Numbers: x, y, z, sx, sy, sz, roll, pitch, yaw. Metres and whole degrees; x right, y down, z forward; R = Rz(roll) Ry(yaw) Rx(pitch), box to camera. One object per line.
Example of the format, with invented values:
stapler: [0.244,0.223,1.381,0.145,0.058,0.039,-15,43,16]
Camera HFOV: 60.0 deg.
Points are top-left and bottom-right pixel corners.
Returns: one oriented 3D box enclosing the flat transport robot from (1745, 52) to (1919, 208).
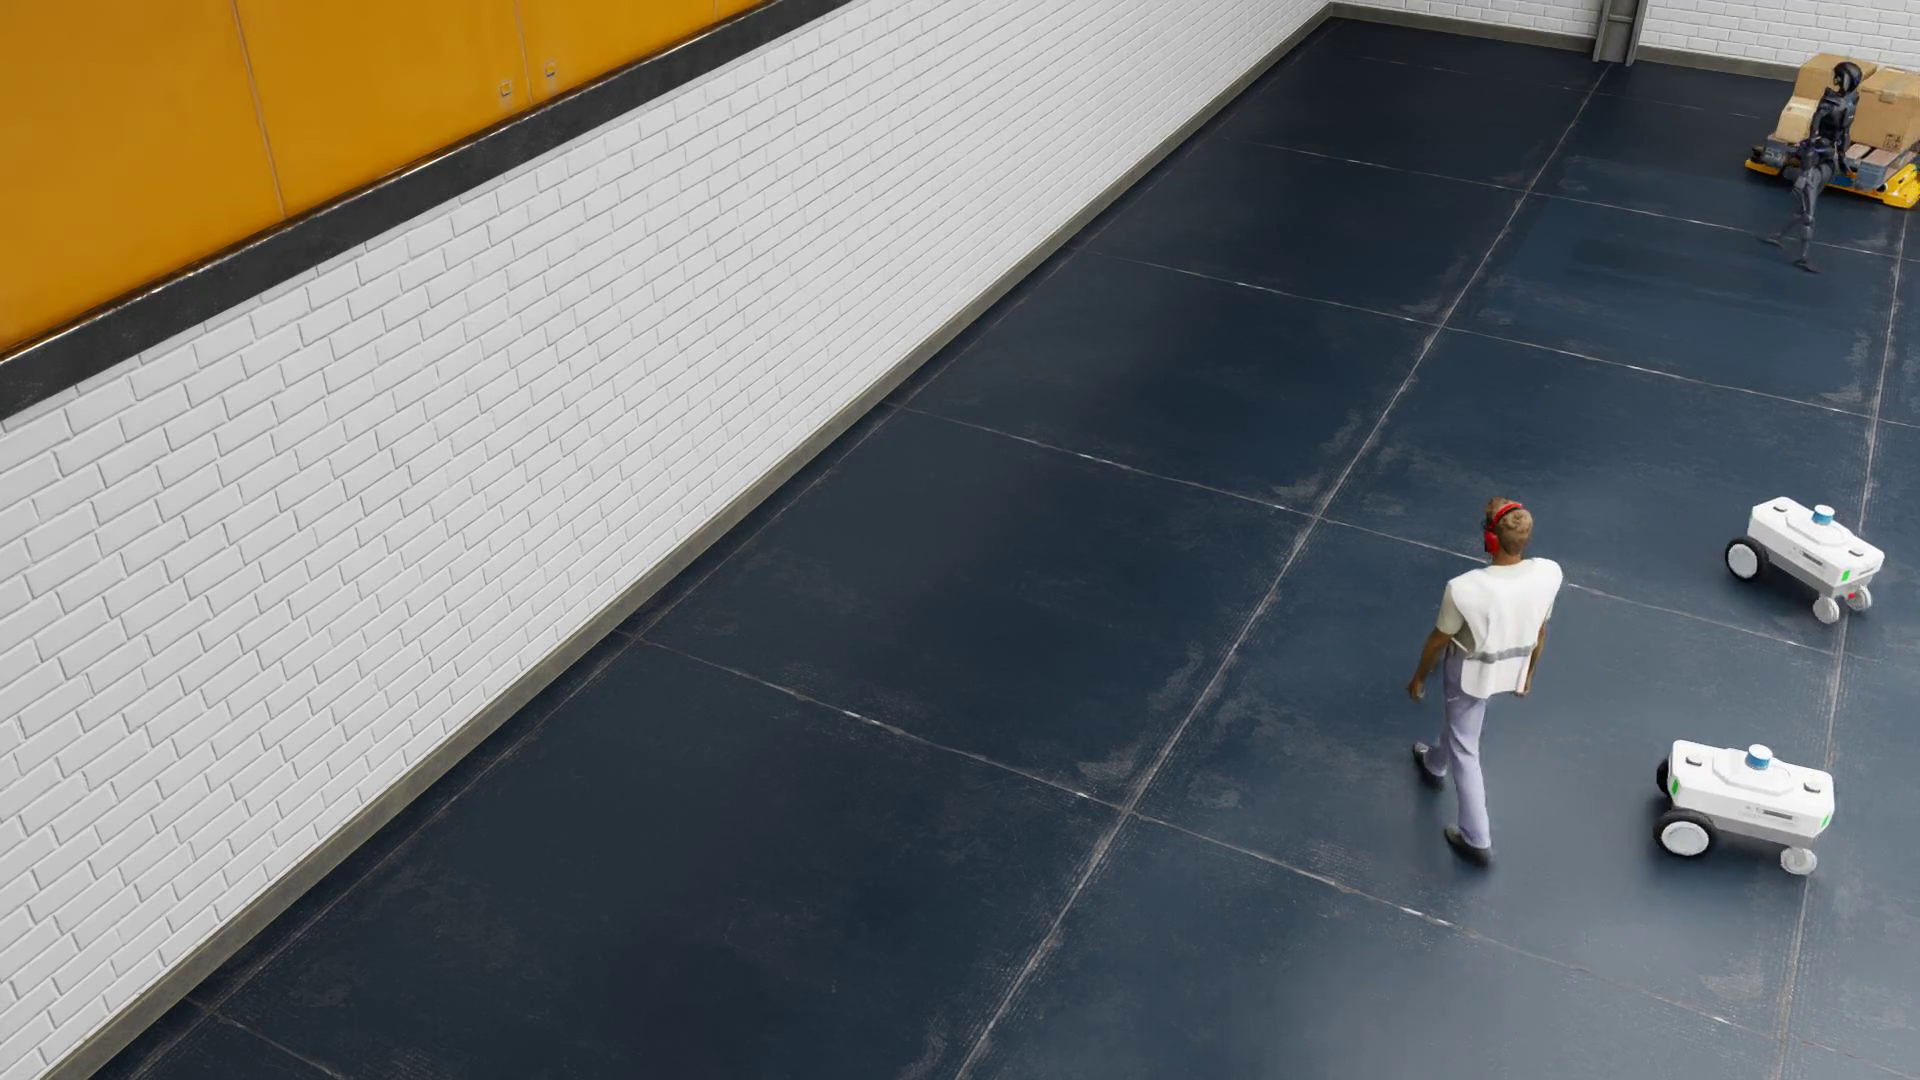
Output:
flat transport robot: [7.902,-3.333,14.936,1.431,0.231,0.659,27,42,34]

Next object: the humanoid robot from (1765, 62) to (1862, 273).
humanoid robot: [6.855,-2.989,13.191,0.611,1.640,0.633,-20,39,-28]

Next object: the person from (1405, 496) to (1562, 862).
person: [2.399,0.603,7.705,0.577,1.803,0.870,-11,35,-15]

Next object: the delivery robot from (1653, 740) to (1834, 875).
delivery robot: [3.704,1.230,7.900,0.807,0.606,0.499,12,36,17]

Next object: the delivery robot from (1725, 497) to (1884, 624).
delivery robot: [4.911,0.073,9.605,0.499,0.586,0.772,-16,37,-23]
